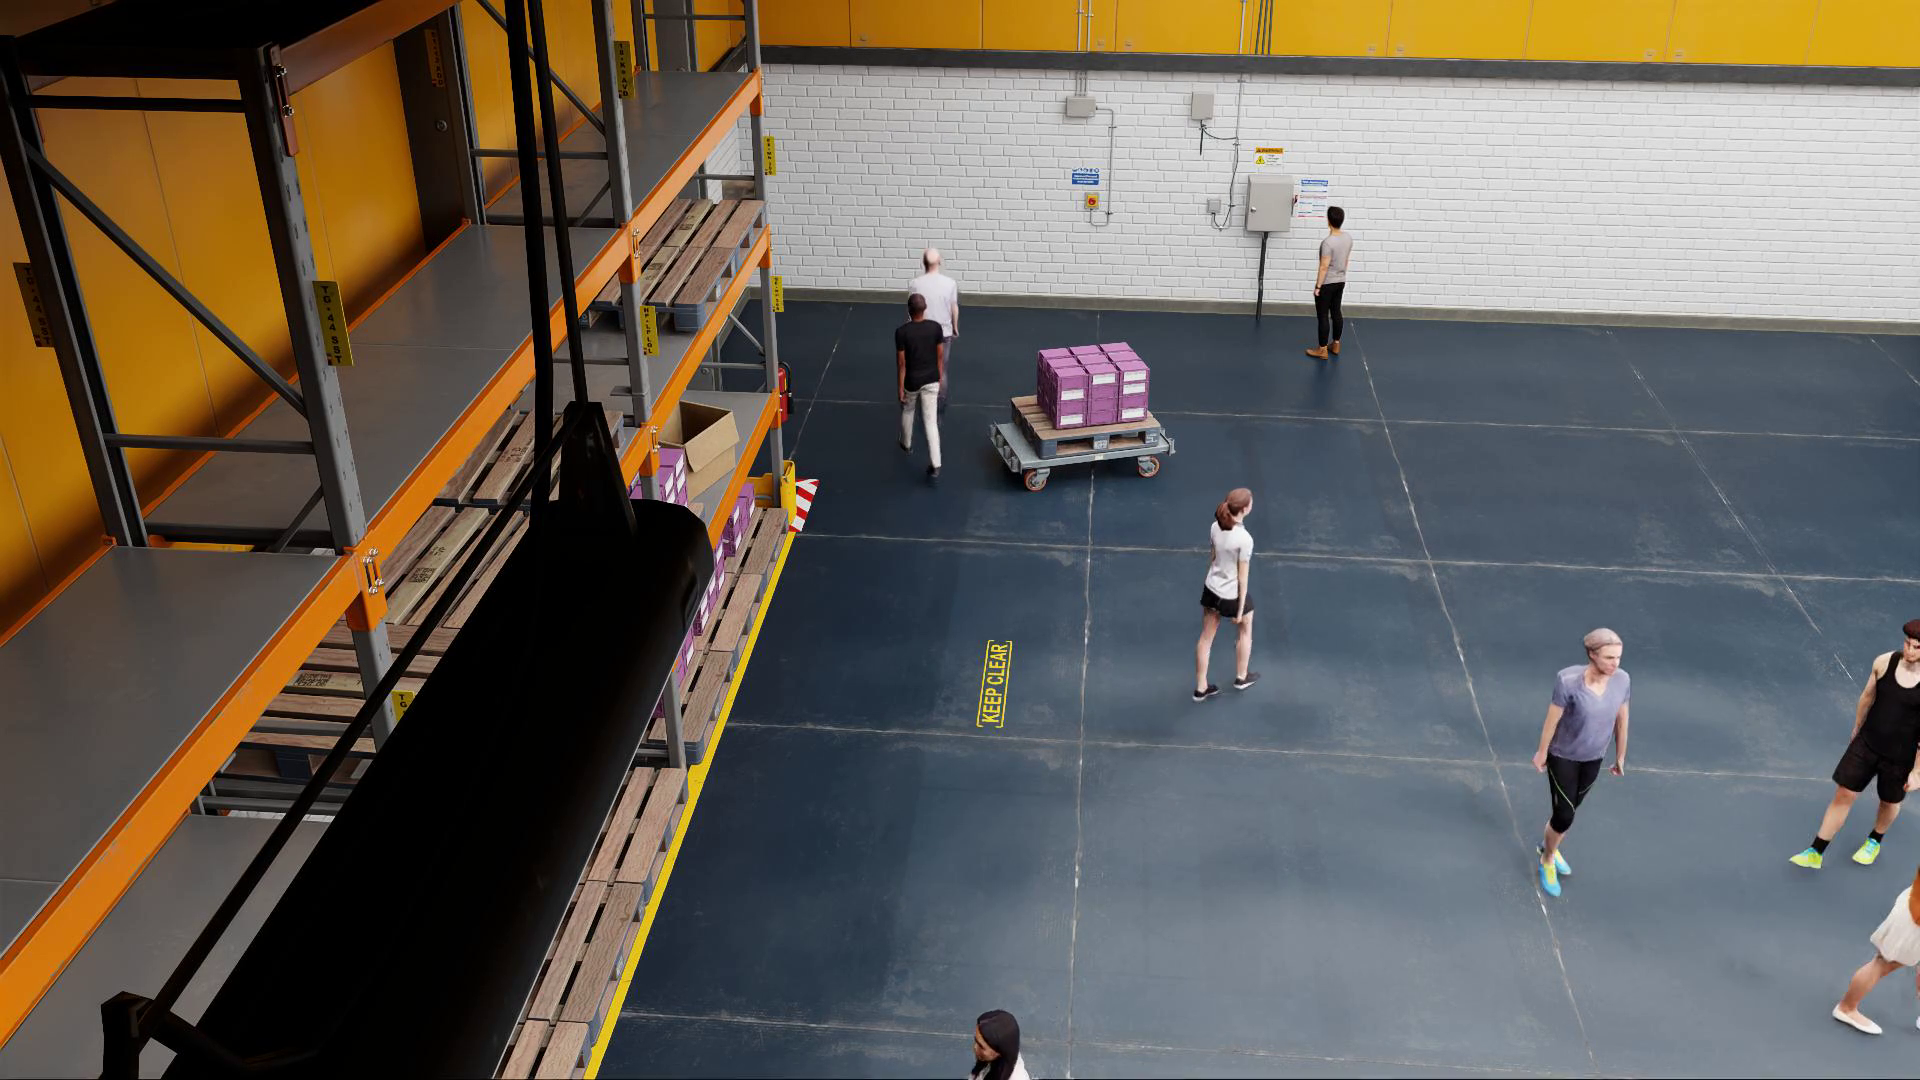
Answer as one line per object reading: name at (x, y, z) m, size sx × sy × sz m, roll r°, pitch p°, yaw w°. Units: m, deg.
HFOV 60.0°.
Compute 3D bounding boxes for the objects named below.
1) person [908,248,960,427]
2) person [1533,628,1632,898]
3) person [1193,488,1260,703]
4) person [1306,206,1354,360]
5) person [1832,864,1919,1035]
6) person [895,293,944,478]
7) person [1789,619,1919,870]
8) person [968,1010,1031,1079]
person at (-0.271, -2.029, 16.883) m, size 0.811 × 1.787 × 1.264 m, roll -2°, pitch 29°, yaw -4°
person at (3.888, 1.335, 10.632) m, size 0.794 × 1.869 × 0.845 m, roll -6°, pitch 29°, yaw -11°
person at (1.914, 0.452, 12.395) m, size 0.838 × 1.729 × 0.928 m, roll 23°, pitch 36°, yaw 36°
person at (4.125, -2.868, 18.497) m, size 0.682 × 1.716 × 0.726 m, roll -19°, pitch 34°, yaw -31°
person at (5.320, 2.114, 9.389) m, size 0.946 × 1.691 × 0.968 m, roll 19°, pitch 34°, yaw 30°
person at (-0.342, -1.431, 15.823) m, size 1.011 × 1.753 × 1.340 m, roll -9°, pitch 30°, yaw -17°
person at (6.007, 1.311, 10.682) m, size 1.140 × 1.862 × 1.094 m, roll -20°, pitch 35°, yaw -32°
person at (0.261, 2.881, 7.934) m, size 0.830 × 1.738 × 0.849 m, roll -9°, pitch 30°, yaw -16°
